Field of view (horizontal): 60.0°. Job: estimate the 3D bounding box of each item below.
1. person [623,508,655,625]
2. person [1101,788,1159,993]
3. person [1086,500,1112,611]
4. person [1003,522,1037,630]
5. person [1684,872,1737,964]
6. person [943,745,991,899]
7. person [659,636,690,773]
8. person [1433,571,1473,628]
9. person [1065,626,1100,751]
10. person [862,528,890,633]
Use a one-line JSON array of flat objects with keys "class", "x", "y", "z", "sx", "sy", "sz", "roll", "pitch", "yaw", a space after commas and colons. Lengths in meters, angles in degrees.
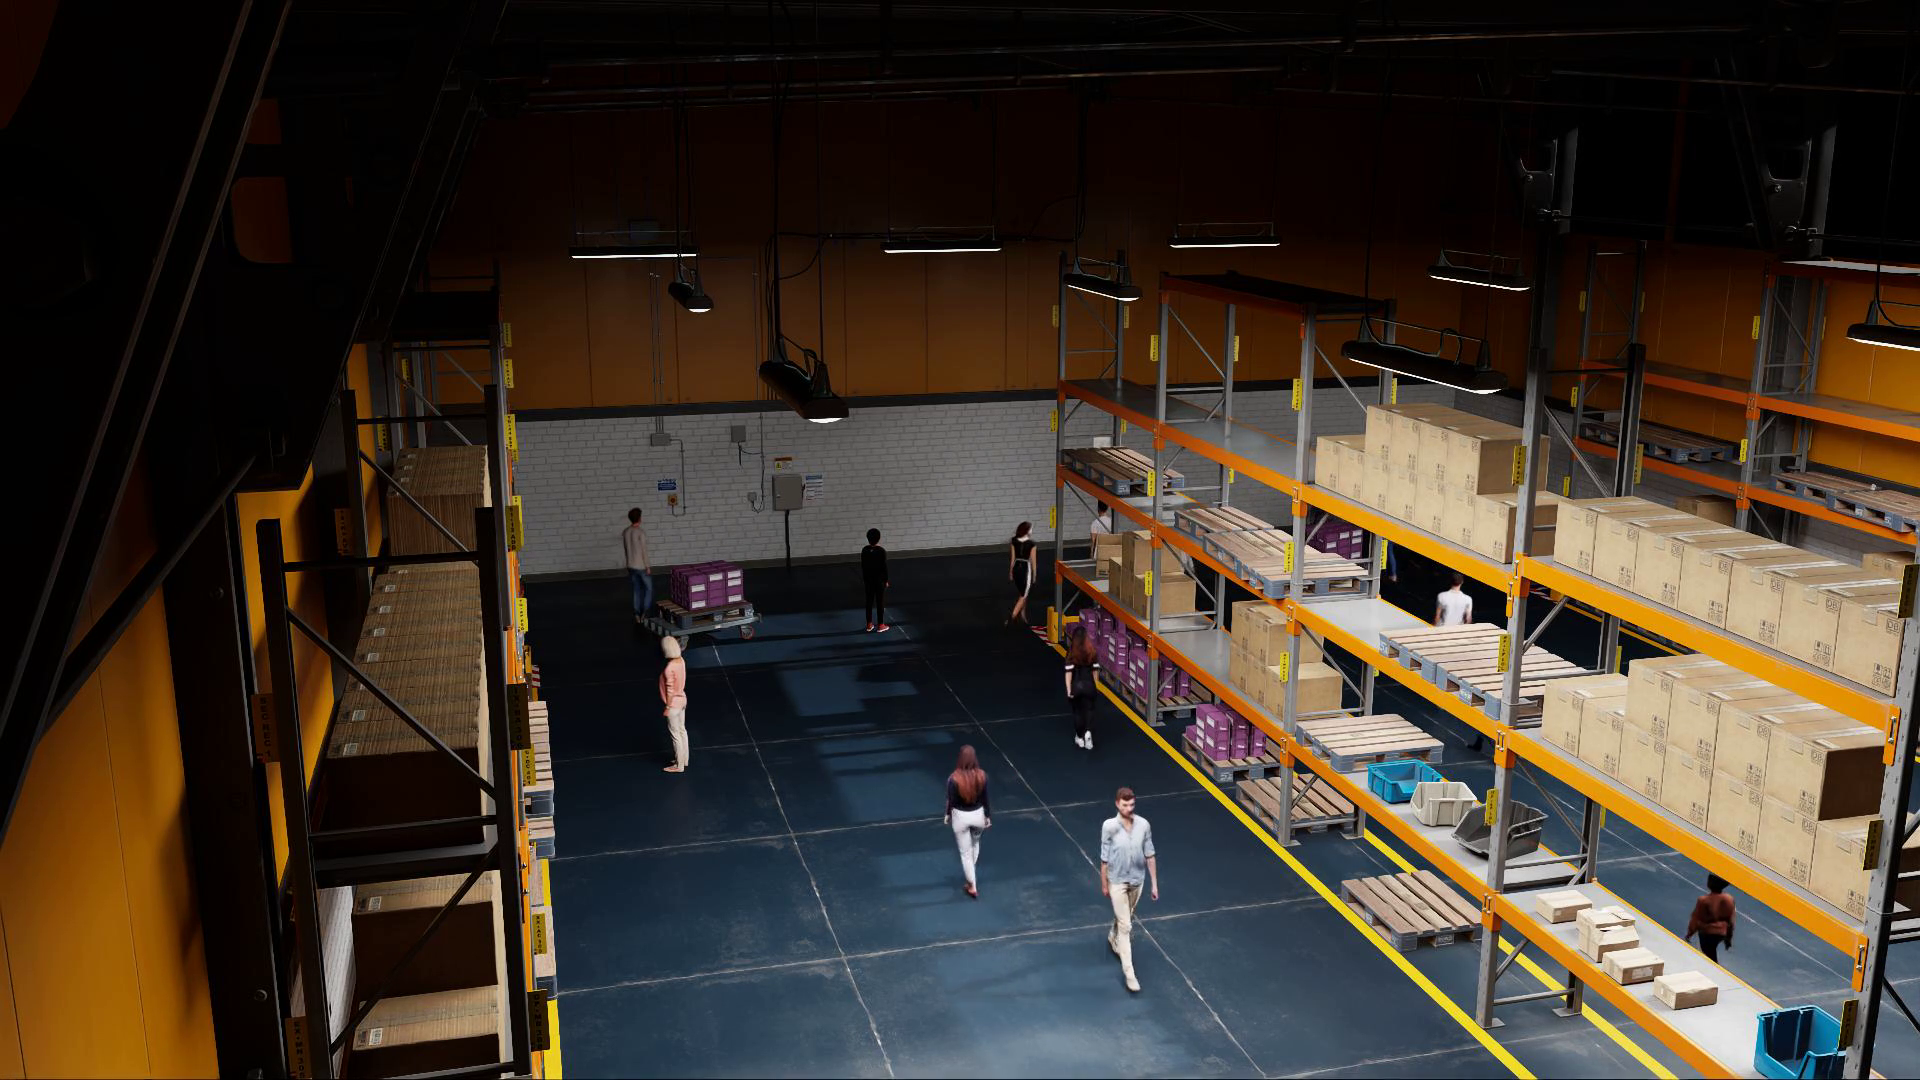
[{"class": "person", "x": -5.177, "y": 0.434, "z": 26.590, "sx": 0.837, "sy": 1.898, "sz": 0.910, "roll": 9, "pitch": 16, "yaw": 34}, {"class": "person", "x": 1.532, "y": 3.160, "z": 15.539, "sx": 0.641, "sy": 1.801, "sz": 1.189, "roll": -3, "pitch": 14, "yaw": -14}, {"class": "person", "x": 2.342, "y": 0.228, "z": 27.511, "sx": 0.732, "sy": 1.866, "sz": 0.660, "roll": -8, "pitch": 16, "yaw": -29}, {"class": "person", "x": 0.947, "y": 0.617, "z": 26.111, "sx": 1.048, "sy": 1.769, "sz": 1.113, "roll": 7, "pitch": 15, "yaw": 26}, {"class": "person", "x": 6.816, "y": 3.588, "z": 14.979, "sx": 0.530, "sy": 1.234, "sz": 0.762, "roll": -3, "pitch": 14, "yaw": -13}, {"class": "person", "x": 0.103, "y": 2.906, "z": 17.054, "sx": 0.627, "sy": 1.582, "sz": 0.875, "roll": -5, "pitch": 14, "yaw": -18}, {"class": "person", "x": -3.509, "y": 2.004, "z": 20.477, "sx": 0.739, "sy": 1.724, "sz": 0.610, "roll": 3, "pitch": 14, "yaw": 11}, {"class": "person", "x": 6.758, "y": 1.358, "z": 22.902, "sx": 0.820, "sy": 1.839, "sz": 0.863, "roll": 3, "pitch": 14, "yaw": 13}, {"class": "person", "x": 1.573, "y": 1.906, "z": 21.088, "sx": 0.679, "sy": 1.627, "sz": 0.929, "roll": -2, "pitch": 14, "yaw": -7}, {"class": "person", "x": -1.341, "y": 0.625, "z": 26.278, "sx": 0.684, "sy": 1.675, "sz": 0.710, "roll": 4, "pitch": 14, "yaw": 18}]
